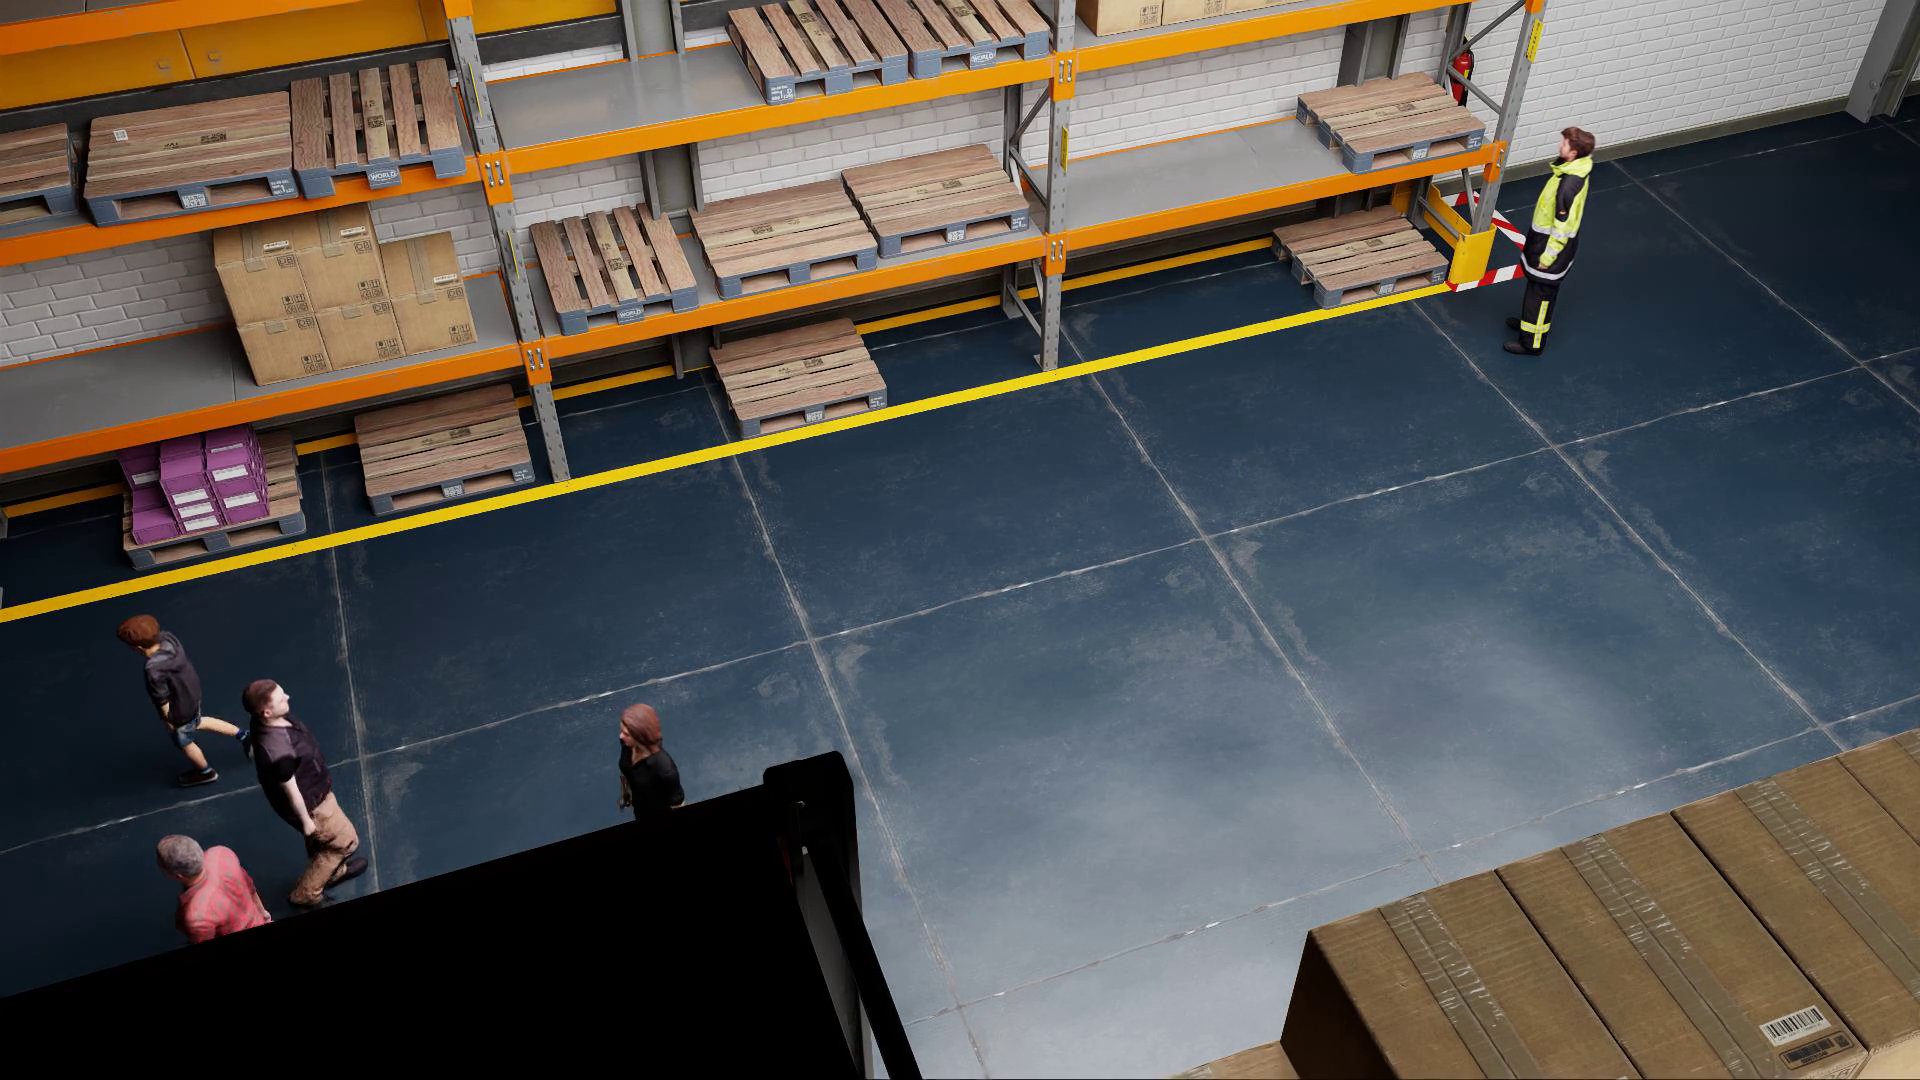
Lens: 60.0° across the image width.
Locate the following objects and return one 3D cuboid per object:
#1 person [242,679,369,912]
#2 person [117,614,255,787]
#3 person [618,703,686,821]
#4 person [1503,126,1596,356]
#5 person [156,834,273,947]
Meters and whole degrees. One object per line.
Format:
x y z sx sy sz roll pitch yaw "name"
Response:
-3.780 1.454 9.306 0.777 1.823 0.750 -23 48 -22 "person"
-4.677 0.974 10.091 0.834 1.436 0.640 -3 44 -4 "person"
-1.648 1.472 9.380 0.726 1.695 0.683 -30 51 -28 "person"
4.707 -2.370 13.206 0.901 1.981 0.870 14 45 14 "person"
-3.655 2.112 8.622 0.863 1.814 0.829 -2 44 -2 "person"
